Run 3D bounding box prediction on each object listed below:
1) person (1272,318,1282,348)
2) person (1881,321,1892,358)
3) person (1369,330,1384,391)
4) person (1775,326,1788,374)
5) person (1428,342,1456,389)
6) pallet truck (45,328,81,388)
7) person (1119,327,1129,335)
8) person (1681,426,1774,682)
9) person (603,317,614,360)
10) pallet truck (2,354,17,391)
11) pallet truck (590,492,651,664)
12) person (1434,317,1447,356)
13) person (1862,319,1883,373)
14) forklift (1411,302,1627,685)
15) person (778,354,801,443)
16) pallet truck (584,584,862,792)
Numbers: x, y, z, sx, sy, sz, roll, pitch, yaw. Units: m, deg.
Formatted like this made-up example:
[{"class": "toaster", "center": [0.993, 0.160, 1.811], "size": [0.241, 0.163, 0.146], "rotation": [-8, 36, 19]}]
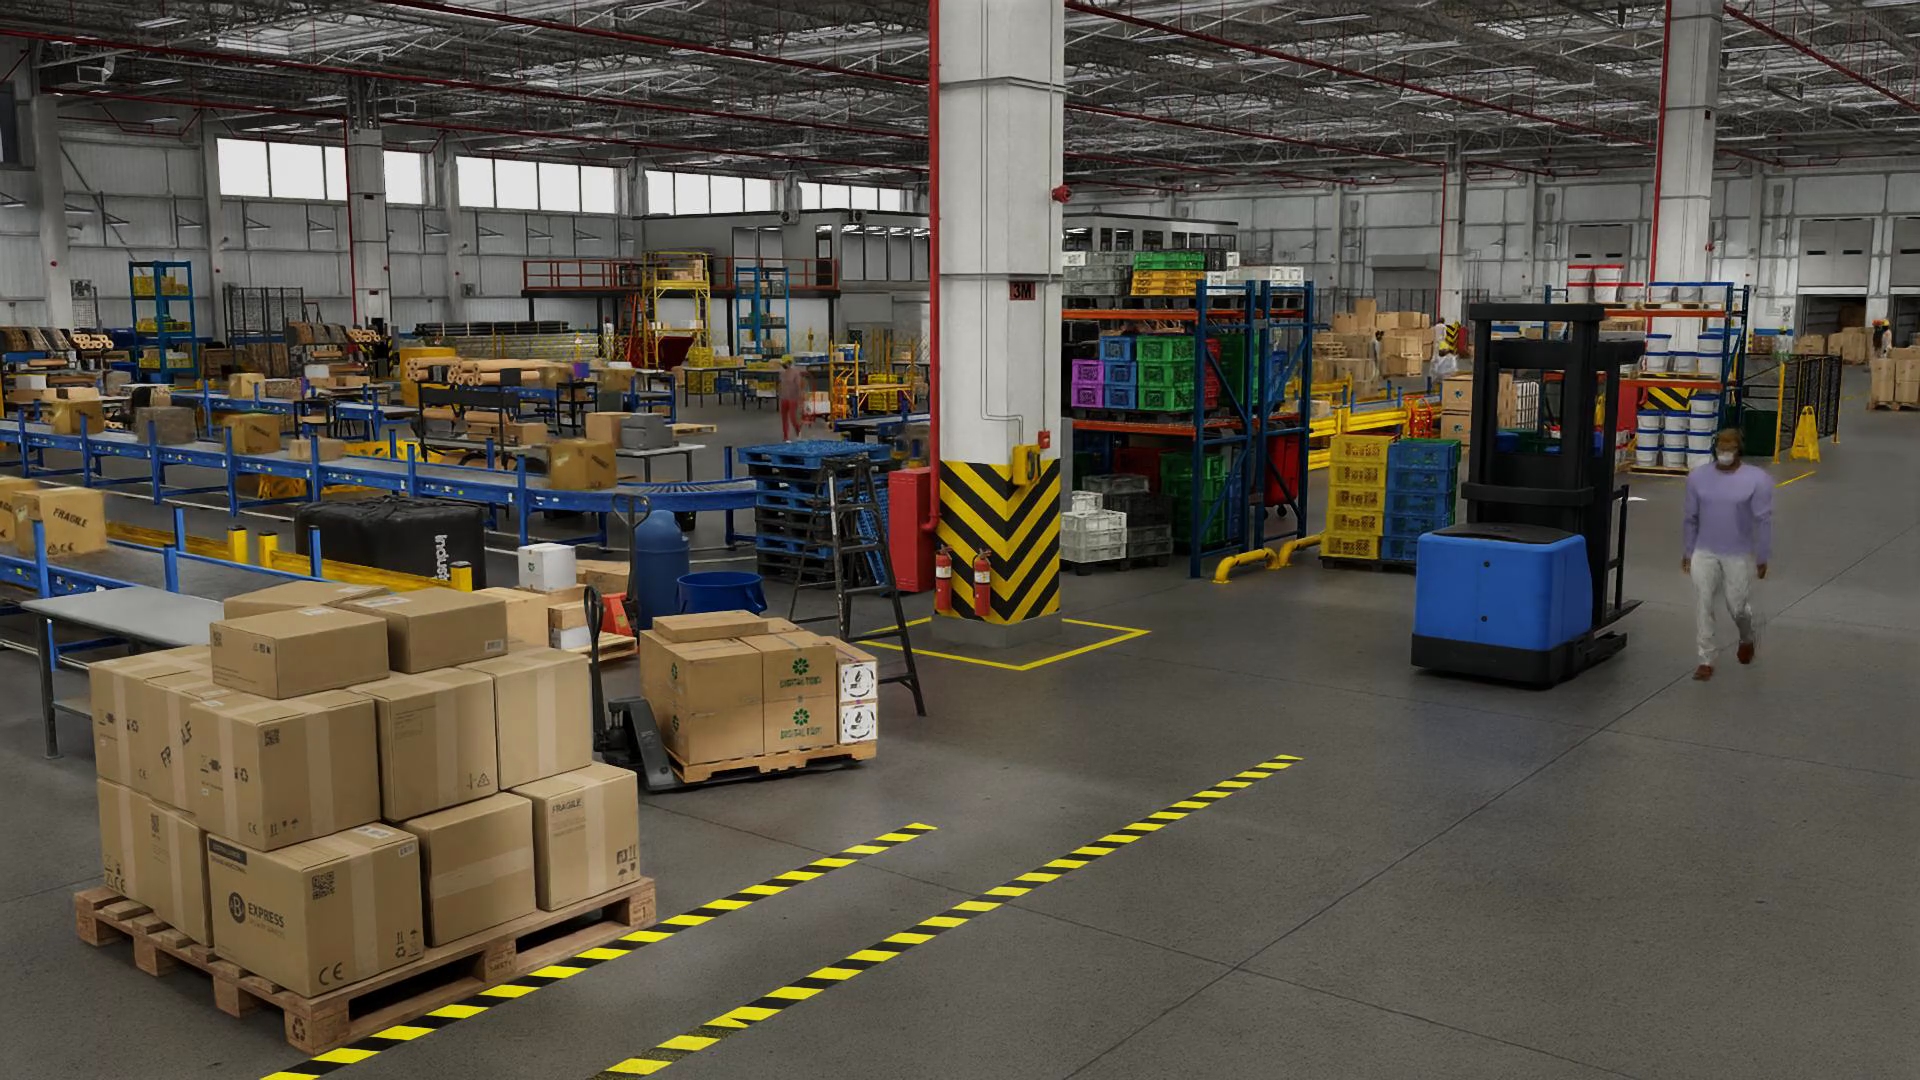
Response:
[{"class": "person", "center": [13.880, -8.831, 72.916], "size": [0.429, 1.842, 0.629], "rotation": [2, 9, 16]}, {"class": "person", "center": [33.088, -6.874, 59.485], "size": [0.394, 1.919, 0.582], "rotation": [4, 9, 23]}, {"class": "person", "center": [12.175, -5.234, 48.748], "size": [0.506, 1.834, 0.692], "rotation": [2, 9, 13]}, {"class": "person", "center": [29.640, -6.861, 60.012], "size": [0.500, 1.727, 0.438], "rotation": [-2, 9, -16]}, {"class": "person", "center": [10.954, -3.621, 37.954], "size": [0.608, 1.784, 0.948], "rotation": [7, 11, 40]}, {"class": "pallet truck", "center": [-23.775, -4.544, 43.495], "size": [1.885, 1.965, 0.823], "rotation": [6, 10, 35]}, {"class": "person", "center": [4.411, -4.781, 45.109], "size": [0.611, 1.995, 0.645], "rotation": [3, 9, 21]}, {"class": "person", "center": [5.773, 0.090, 12.514], "size": [0.636, 1.921, 0.662], "rotation": [7, 11, 40]}, {"class": "person", "center": [-15.208, -8.707, 71.924], "size": [0.355, 1.887, 0.573], "rotation": [6, 10, 36]}, {"class": "pallet truck", "center": [-24.881, -4.417, 42.634], "size": [1.885, 1.965, 0.823], "rotation": [8, 11, 41]}, {"class": "pallet truck", "center": [-3.115, 0.344, 12.883], "size": [0.653, 1.274, 1.630], "rotation": [7, 11, 37]}, {"class": "person", "center": [19.522, -8.085, 67.612], "size": [0.379, 1.931, 0.625], "rotation": [-5, 10, -29]}, {"class": "person", "center": [33.279, -7.017, 60.305], "size": [0.697, 1.942, 0.829], "rotation": [-8, 12, -43]}, {"class": "forklift", "center": [4.379, -0.438, 12.852], "size": [1.129, 2.768, 1.873], "rotation": [7, 11, 37]}, {"class": "person", "center": [-3.259, -2.686, 31.797], "size": [0.554, 1.745, 0.406], "rotation": [5, 10, 31]}, {"class": "pallet truck", "center": [-1.426, 0.805, 10.019], "size": [1.601, 1.201, 0.680], "rotation": [-4, 9, -26]}]
